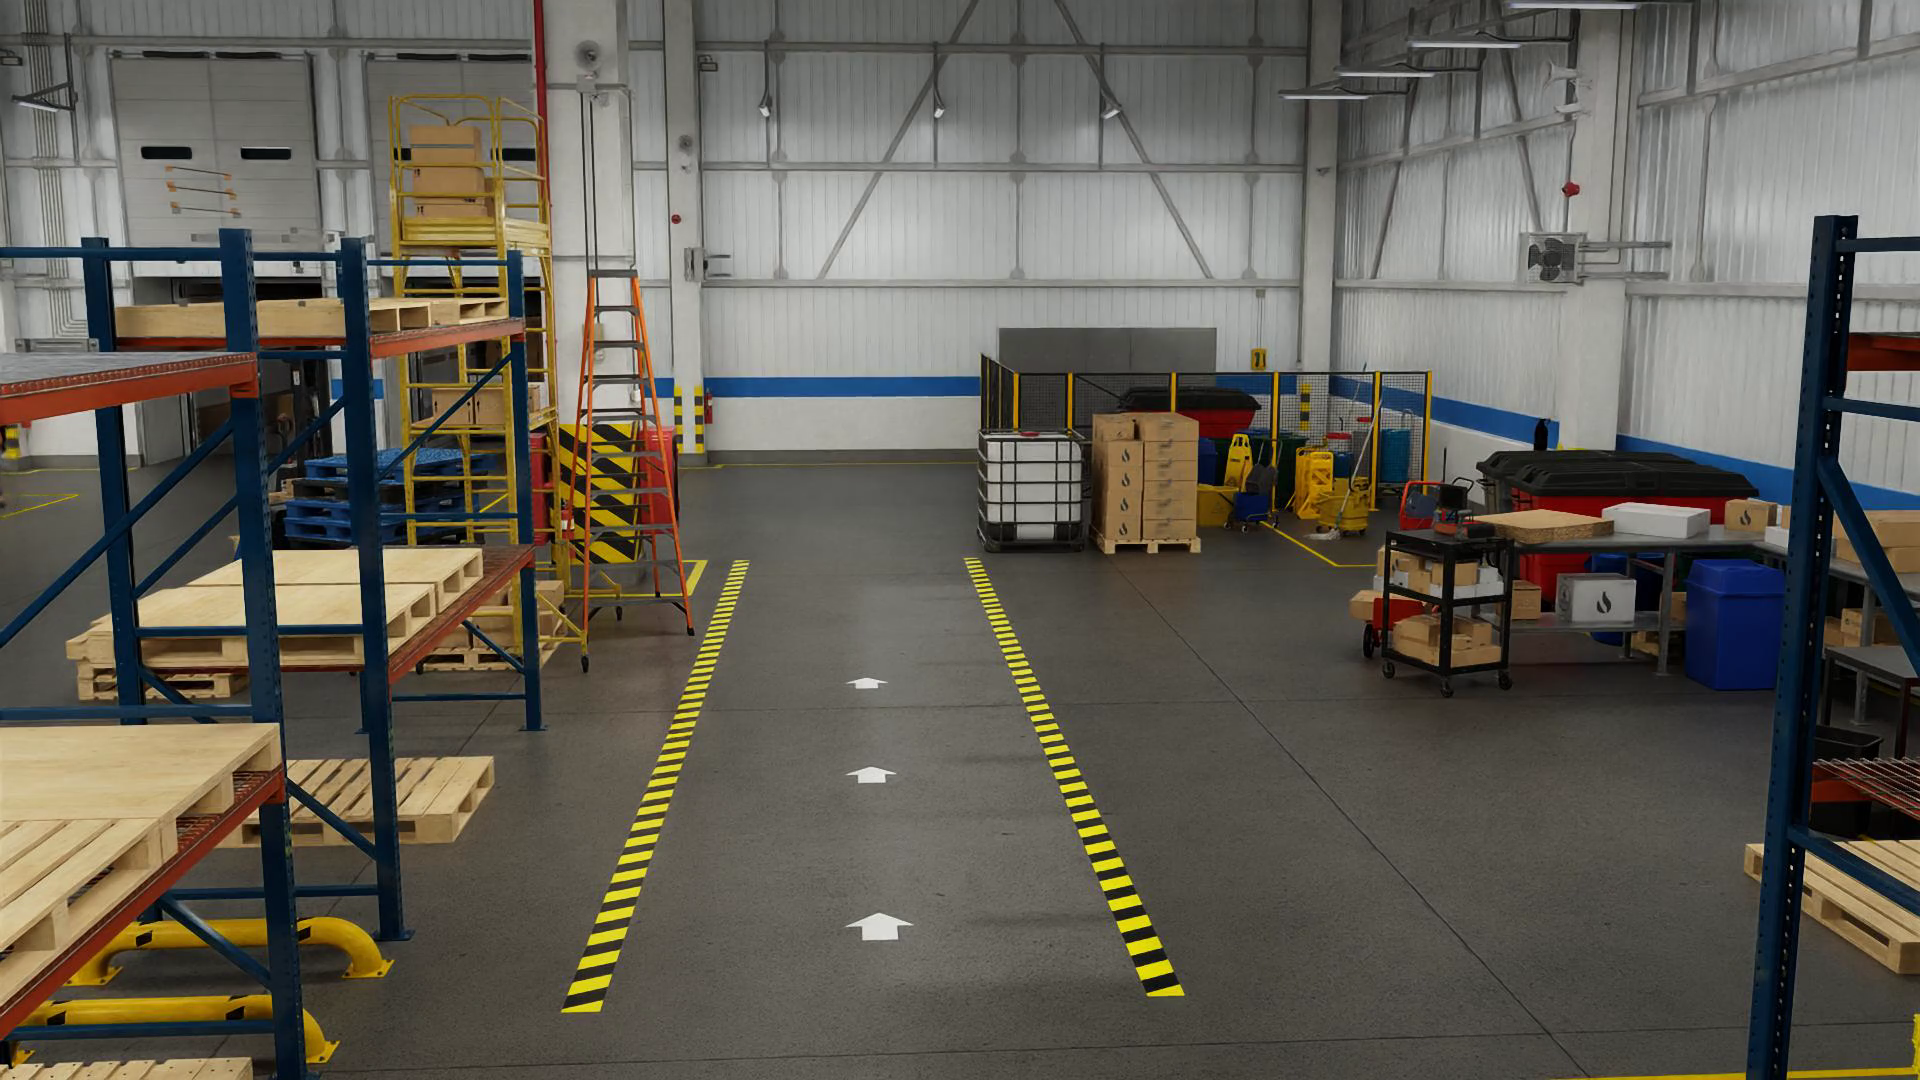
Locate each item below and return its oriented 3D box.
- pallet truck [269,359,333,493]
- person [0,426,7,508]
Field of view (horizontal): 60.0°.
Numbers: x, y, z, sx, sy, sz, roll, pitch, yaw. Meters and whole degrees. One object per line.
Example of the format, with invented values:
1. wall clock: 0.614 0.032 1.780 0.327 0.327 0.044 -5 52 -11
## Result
1. pallet truck: -7.062 -1.131 18.996 1.885 1.965 0.823 2 9 13
2. person: -11.880 -1.162 20.193 0.429 1.683 0.536 6 11 32
